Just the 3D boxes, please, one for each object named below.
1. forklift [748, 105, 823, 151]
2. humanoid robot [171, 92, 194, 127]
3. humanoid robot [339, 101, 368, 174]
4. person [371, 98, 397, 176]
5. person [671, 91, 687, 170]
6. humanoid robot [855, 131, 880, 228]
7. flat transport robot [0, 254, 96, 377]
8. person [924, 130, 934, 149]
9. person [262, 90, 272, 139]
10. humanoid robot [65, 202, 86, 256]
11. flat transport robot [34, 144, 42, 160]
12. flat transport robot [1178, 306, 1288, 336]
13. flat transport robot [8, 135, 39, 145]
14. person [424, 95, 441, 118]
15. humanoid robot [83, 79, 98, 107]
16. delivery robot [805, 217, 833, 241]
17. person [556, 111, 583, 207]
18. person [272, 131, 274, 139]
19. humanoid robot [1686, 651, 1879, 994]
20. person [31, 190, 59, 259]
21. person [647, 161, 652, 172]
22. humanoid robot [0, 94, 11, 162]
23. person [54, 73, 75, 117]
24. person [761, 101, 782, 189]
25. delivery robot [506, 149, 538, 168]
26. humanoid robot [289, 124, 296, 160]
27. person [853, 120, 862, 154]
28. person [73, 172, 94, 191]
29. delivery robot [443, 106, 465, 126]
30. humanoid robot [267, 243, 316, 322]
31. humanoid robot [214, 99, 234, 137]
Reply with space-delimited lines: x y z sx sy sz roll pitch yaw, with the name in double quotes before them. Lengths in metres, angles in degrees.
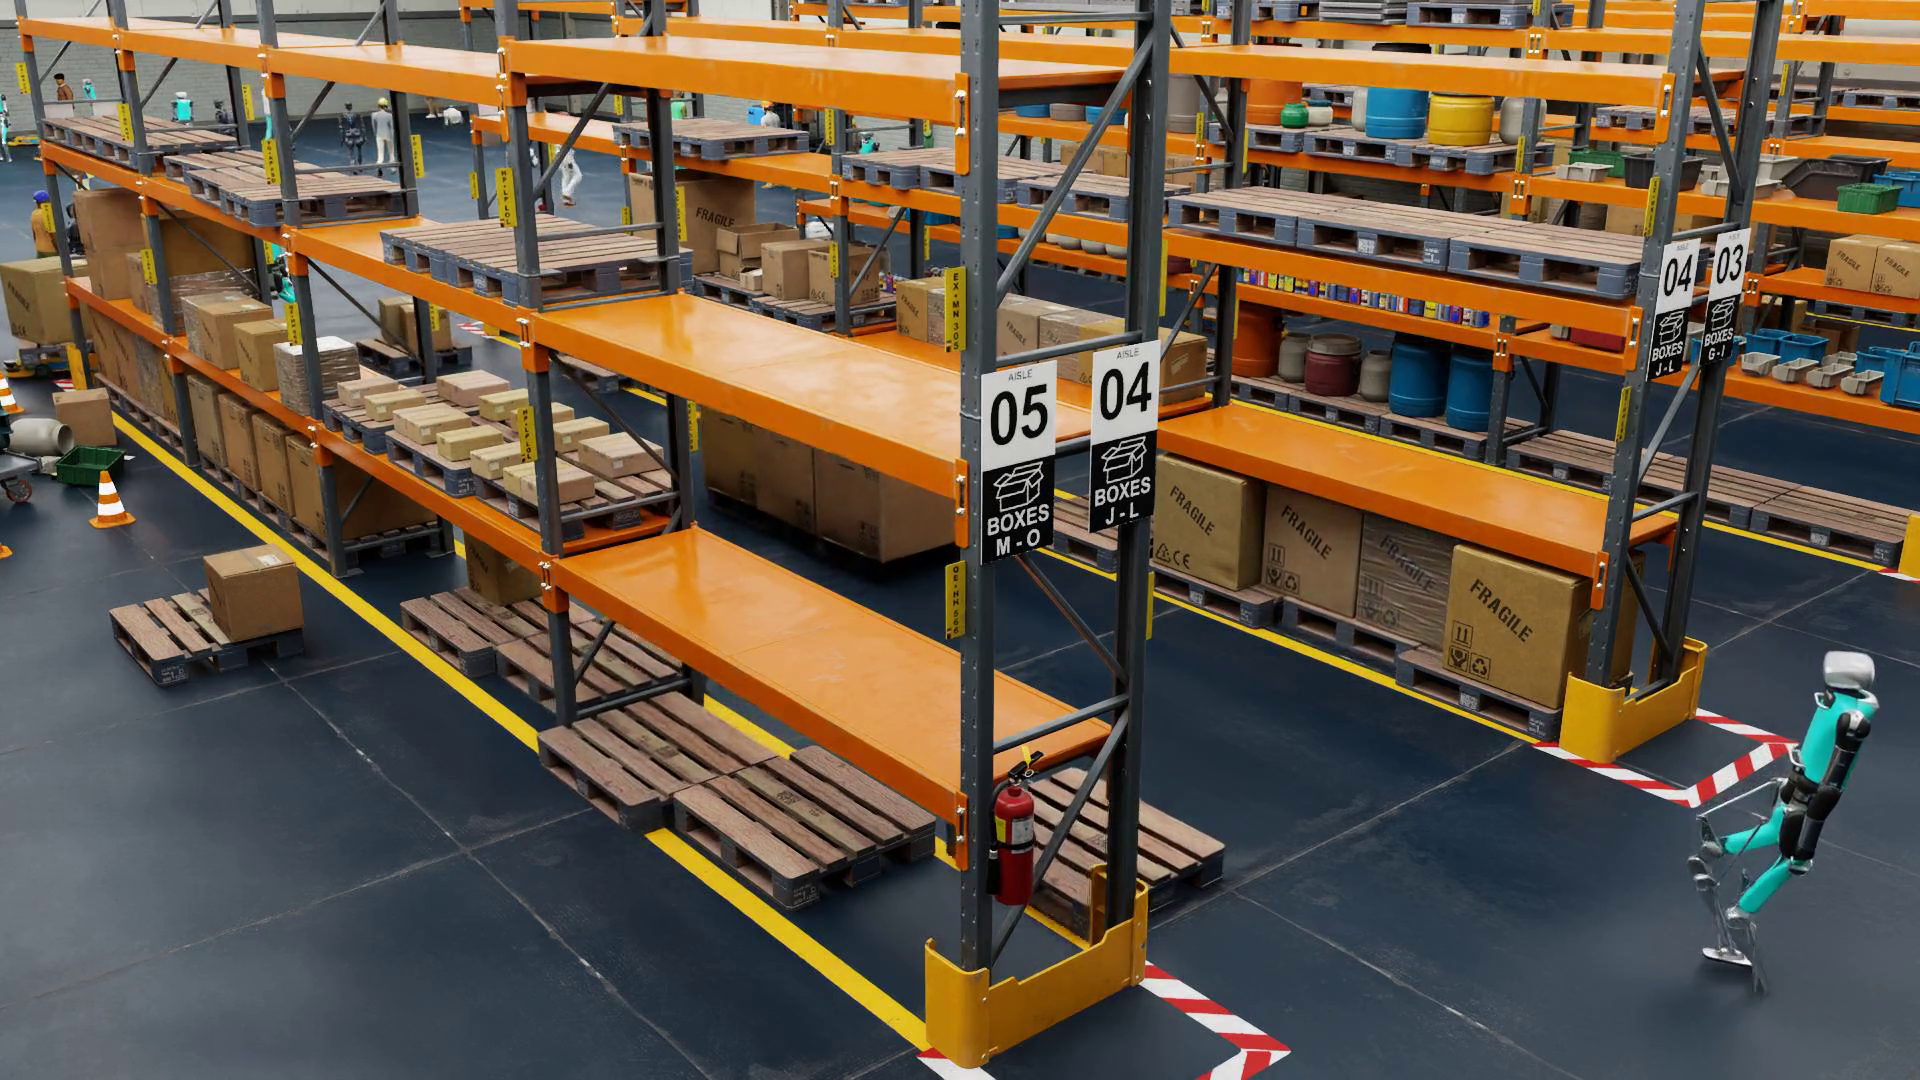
"forklift" -4.526 -11.368 42.374 1.129 2.768 1.873 -15 24 -37
"humanoid robot" -18.405 -9.686 39.281 1.005 1.727 0.549 12 23 31
"humanoid robot" -13.900 -9.219 38.126 0.600 1.646 0.744 -5 20 -15
"person" -13.070 -9.145 37.745 0.520 1.733 0.798 -3 20 -8
"person" -6.395 -9.371 38.031 0.383 1.977 0.488 -18 26 -41
"humanoid robot" -1.846 -6.510 30.435 0.716 1.906 0.540 -16 25 -38
"flat transport robot" -10.756 -2.182 20.146 1.431 0.231 0.659 -10 22 -25
"person" -0.693 -7.415 32.834 0.471 1.735 0.326 -18 26 -42
"person" -17.580 -10.886 42.510 0.502 1.872 0.973 2 19 5
"humanoid robot" -11.872 -3.764 22.565 0.605 1.634 0.703 15 24 36
"flat transport robot" -21.950 -9.492 40.952 1.431 0.231 0.659 -6 20 -15
"flat transport robot" 3.626 -2.890 22.162 0.659 0.231 1.431 -13 23 -33
"flat transport robot" -24.380 -10.610 44.133 1.431 0.231 0.659 -4 20 -10
"person" -16.412 -14.022 51.464 0.414 1.848 0.698 5 20 13
"humanoid robot" -22.294 -11.163 43.480 0.888 1.761 0.591 -5 20 -15
"delivery robot" -2.379 -5.190 28.302 0.807 0.613 0.499 -16 25 -38
"person" -7.762 -7.541 32.984 0.447 1.866 0.615 -11 22 -29
"person" -18.476 -11.606 44.810 0.317 1.695 0.539 -8 21 -21
"humanoid robot" 3.808 1.369 7.928 0.771 1.846 0.541 7 20 18
"person" -12.621 -3.988 23.100 0.448 1.717 0.372 10 22 27
"person" -5.052 -5.948 28.310 0.608 1.962 0.367 17 26 40
"humanoid robot" -23.339 -10.035 40.321 0.535 1.833 0.679 -7 20 -18
"person" -23.640 -11.413 44.028 0.790 1.852 0.406 17 25 39
"person" -4.069 -8.491 35.666 0.389 1.889 0.569 16 25 38
"delivery robot" -10.365 -9.040 39.257 0.499 0.611 0.814 7 21 19
"humanoid robot" -14.319 -8.248 35.357 0.785 1.631 0.600 -3 20 -9
"person" -2.150 -7.465 32.970 0.549 1.736 0.813 -9 21 -25
"person" -15.817 -6.484 29.944 0.401 1.894 0.523 -11 22 -29
"delivery robot" -14.993 -12.536 49.136 0.499 0.564 0.737 -12 23 -31
"humanoid robot" -8.367 -3.188 20.845 0.746 1.825 0.542 0 19 -1
"humanoid robot" -17.151 -9.457 38.799 0.767 1.625 0.596 0 19 1
